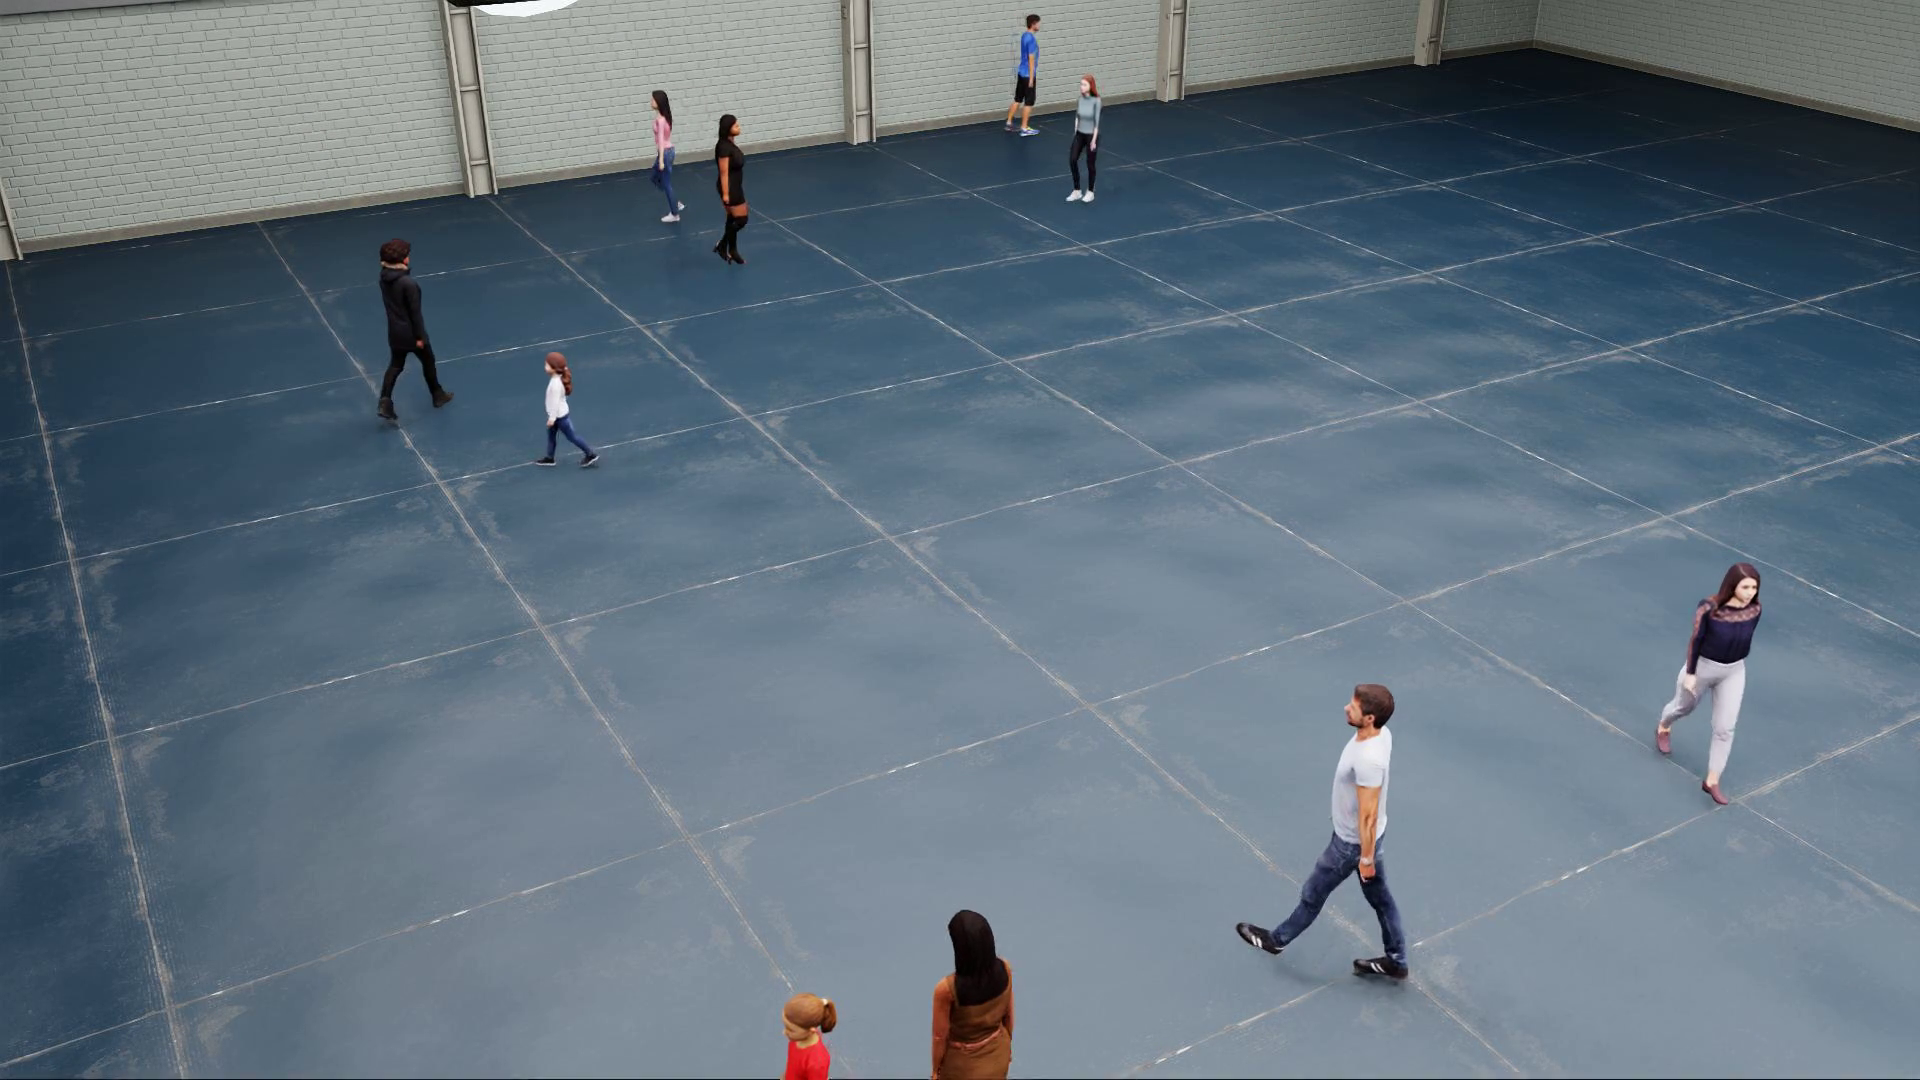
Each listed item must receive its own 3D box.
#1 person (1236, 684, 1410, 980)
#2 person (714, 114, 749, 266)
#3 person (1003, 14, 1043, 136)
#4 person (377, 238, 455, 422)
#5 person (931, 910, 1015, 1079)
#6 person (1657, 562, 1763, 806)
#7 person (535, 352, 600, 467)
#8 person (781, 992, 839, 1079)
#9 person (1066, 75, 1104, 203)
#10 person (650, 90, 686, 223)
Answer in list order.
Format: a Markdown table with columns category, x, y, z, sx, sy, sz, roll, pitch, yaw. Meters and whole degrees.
| category | x | y | z | sx | sy | sz | roll | pitch | yaw |
| --- | --- | --- | --- | --- | --- | --- | --- | --- | --- |
| person | 2.208 | 1.604 | 8.855 | 1.196 | 1.821 | 1.197 | 10 | 29 | 18 |
| person | -2.857 | -4.218 | 20.135 | 0.858 | 1.846 | 0.816 | 1 | 27 | 3 |
| person | 1.014 | -7.305 | 26.125 | 0.880 | 1.850 | 0.848 | -12 | 29 | -21 |
| person | -5.350 | -1.969 | 15.874 | 1.044 | 1.747 | 1.229 | 12 | 30 | 23 |
| person | 0.094 | 2.410 | 7.459 | 0.806 | 1.666 | 0.663 | -16 | 31 | -28 |
| person | 4.766 | 0.835 | 10.620 | 1.077 | 1.572 | 0.983 | -1 | 27 | -1 |
| person | -3.559 | -1.157 | 15.016 | 0.831 | 1.089 | 0.574 | -7 | 28 | -13 |
| person | -0.660 | 2.562 | 7.555 | 0.550 | 1.307 | 0.522 | -10 | 29 | -19 |
| person | 1.790 | -5.479 | 22.711 | 0.704 | 1.728 | 0.773 | 21 | 34 | 35 |
| person | -3.797 | -5.043 | 21.856 | 0.754 | 1.736 | 0.704 | -4 | 28 | -8 |
